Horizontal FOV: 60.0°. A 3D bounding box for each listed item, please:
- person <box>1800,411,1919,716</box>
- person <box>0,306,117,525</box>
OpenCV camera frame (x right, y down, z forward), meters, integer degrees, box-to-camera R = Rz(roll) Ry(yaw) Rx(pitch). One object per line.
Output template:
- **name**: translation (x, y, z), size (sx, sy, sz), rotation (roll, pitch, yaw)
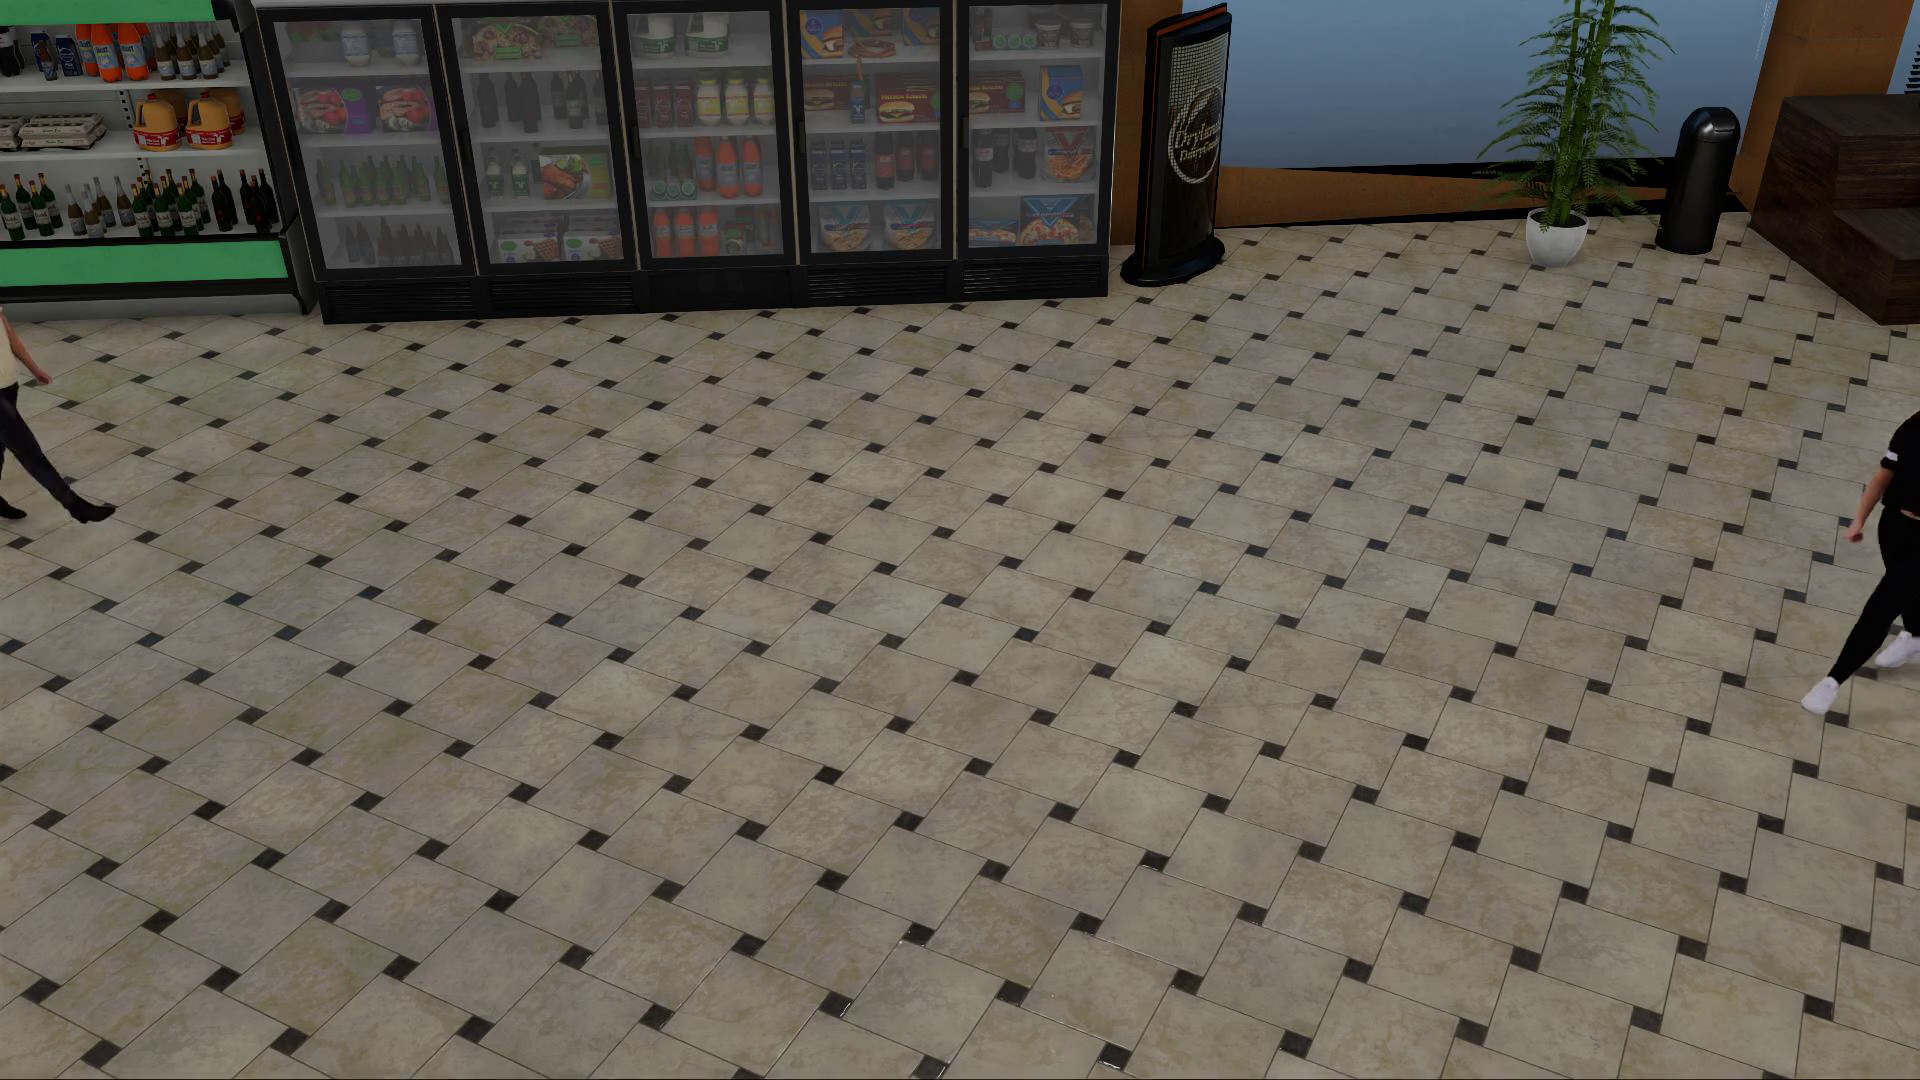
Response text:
- **person**: translation (4.085, -0.024, 7.026), size (1.235, 1.579, 1.001), rotation (-18, 36, -27)
- **person**: translation (-4.840, -0.729, 8.181), size (0.989, 1.555, 0.645), rotation (-1, 32, -1)
